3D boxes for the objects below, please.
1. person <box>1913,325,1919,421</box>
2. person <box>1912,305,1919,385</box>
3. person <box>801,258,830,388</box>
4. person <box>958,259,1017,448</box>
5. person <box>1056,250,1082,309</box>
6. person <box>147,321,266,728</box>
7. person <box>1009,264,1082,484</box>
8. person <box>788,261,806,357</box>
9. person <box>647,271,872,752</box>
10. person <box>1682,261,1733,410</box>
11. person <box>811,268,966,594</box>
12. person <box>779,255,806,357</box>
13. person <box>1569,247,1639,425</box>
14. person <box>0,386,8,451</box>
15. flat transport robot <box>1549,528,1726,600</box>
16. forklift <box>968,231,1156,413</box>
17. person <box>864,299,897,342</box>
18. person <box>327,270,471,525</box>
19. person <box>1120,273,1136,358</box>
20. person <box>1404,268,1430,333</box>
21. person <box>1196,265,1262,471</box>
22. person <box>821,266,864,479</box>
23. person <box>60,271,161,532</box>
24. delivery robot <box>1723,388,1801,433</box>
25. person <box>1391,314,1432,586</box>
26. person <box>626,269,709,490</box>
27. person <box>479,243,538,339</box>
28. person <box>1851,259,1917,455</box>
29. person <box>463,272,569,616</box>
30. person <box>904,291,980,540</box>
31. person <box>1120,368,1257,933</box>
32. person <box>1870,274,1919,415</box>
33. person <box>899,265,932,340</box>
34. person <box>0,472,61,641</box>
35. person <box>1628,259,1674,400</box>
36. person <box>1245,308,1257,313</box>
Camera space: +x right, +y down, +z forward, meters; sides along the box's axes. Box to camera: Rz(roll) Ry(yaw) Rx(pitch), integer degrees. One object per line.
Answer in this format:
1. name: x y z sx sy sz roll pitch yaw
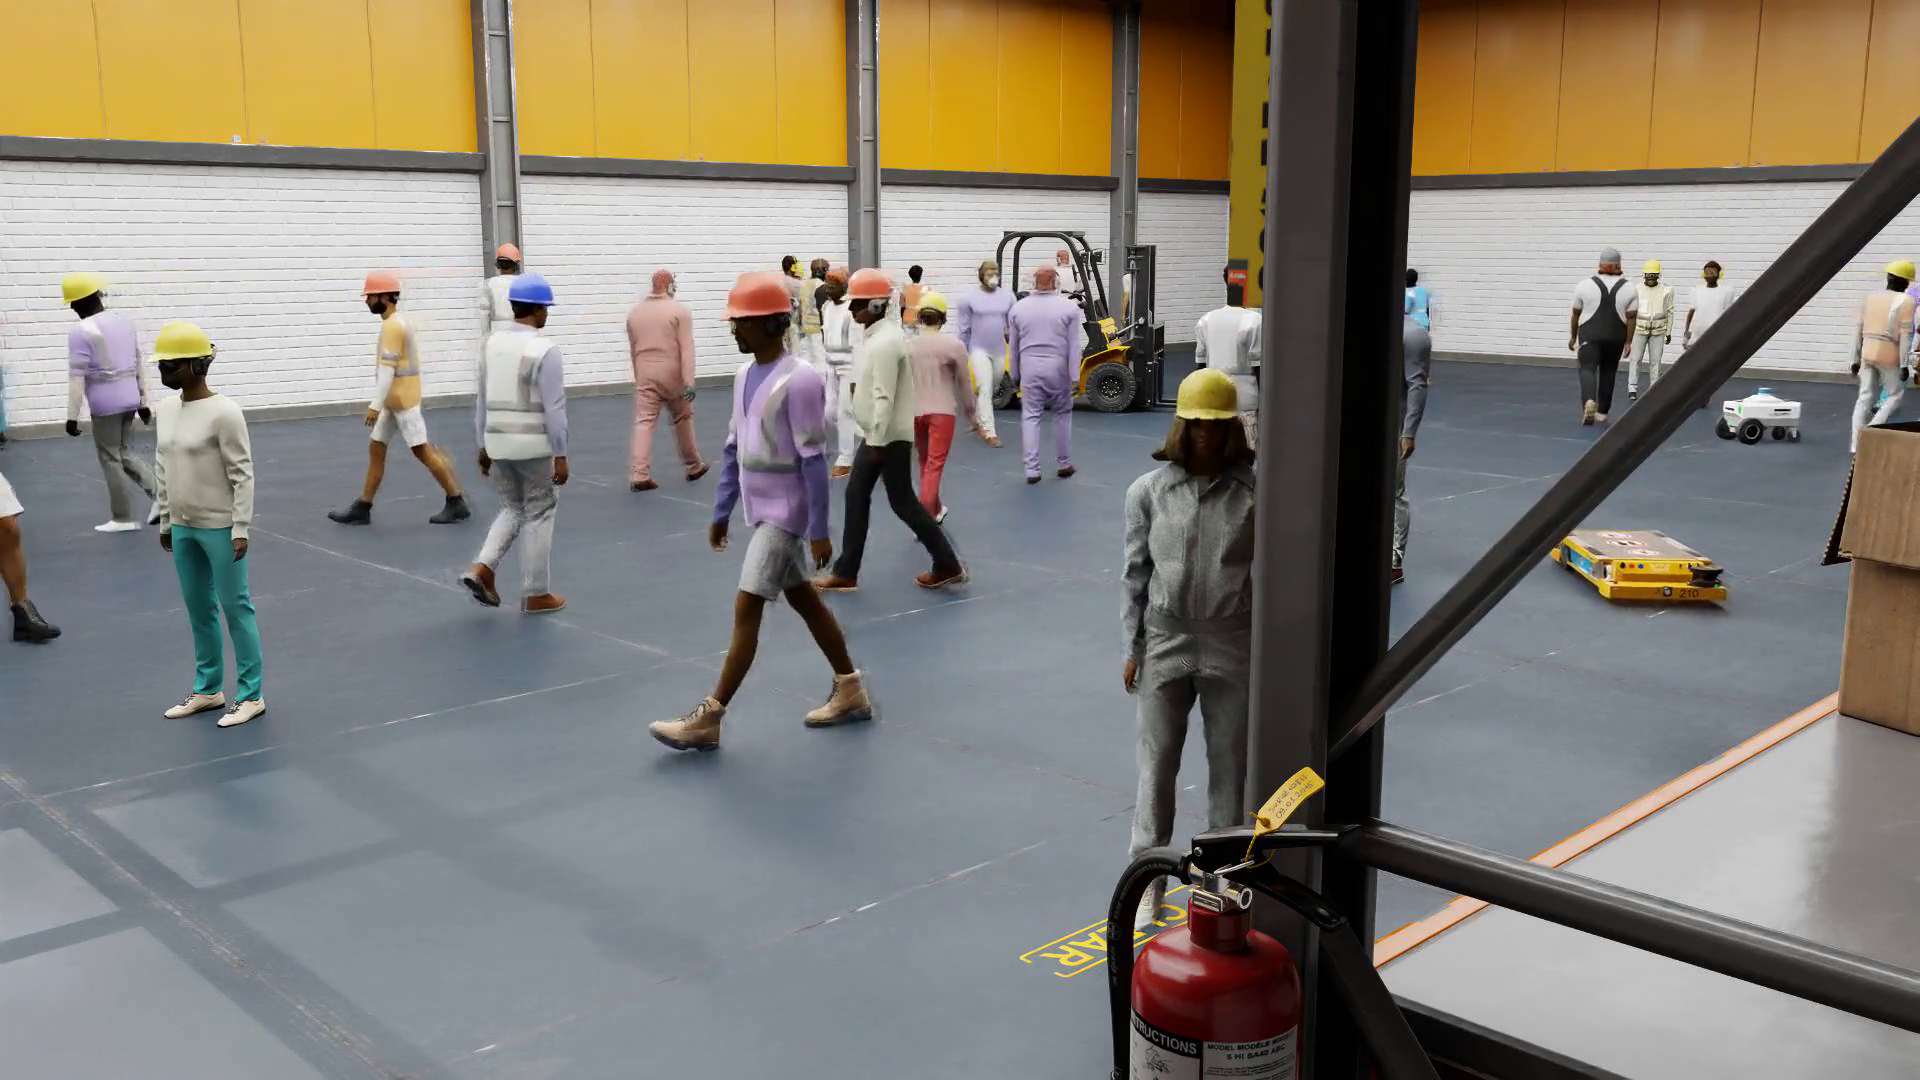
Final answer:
1. person: 3.519 0.121 5.987 0.539 1.860 0.326 -7 13 -35
2. person: 8.974 -1.535 15.075 0.429 1.838 0.621 -9 14 -41
3. person: -1.774 -2.626 21.008 0.430 1.844 0.624 -5 11 -25
4. person: 0.267 -1.929 17.077 0.646 1.905 0.983 -4 11 -20
5. person: 1.625 -3.622 26.271 0.642 1.906 0.410 -8 13 -36
6. person: -3.300 -0.062 7.232 0.533 1.767 0.325 5 12 26
7. person: 0.770 -1.455 14.526 0.665 1.873 0.839 3 11 15
8. person: -2.476 -2.973 23.082 0.776 1.779 0.619 -6 12 -30
9. person: -0.820 -0.124 6.980 1.068 1.983 0.634 -6 12 -29
10. person: 9.315 -2.554 20.689 0.547 1.827 0.981 8 13 38
11. person: -0.403 -0.628 9.863 0.925 1.953 0.624 -2 11 -12
12. person: -2.285 -2.899 22.437 0.510 1.865 0.329 7 12 33
13. person: 7.291 -2.328 18.837 0.692 2.000 0.909 3 11 13
14. person: -6.538 -0.678 10.952 0.395 1.621 0.545 1 10 8
15. flat transport robot: 4.148 0.128 10.277 0.652 0.197 1.431 1 10 5
16. forklift: 1.222 -2.721 20.561 2.313 2.155 1.214 2 11 13
17. person: -0.990 -2.358 20.093 0.514 1.642 0.310 6 12 31
18. person: -4.123 -1.029 12.207 1.011 1.888 0.562 -4 11 -20
19. person: 2.748 -3.541 25.988 0.511 1.844 0.328 -5 11 -25
20. person: 6.438 -2.989 23.467 0.633 1.670 0.317 -7 13 -35
21. person: 1.920 -0.966 11.618 0.367 1.966 0.607 -10 14 -44
22. person: -0.959 -1.474 14.662 0.612 1.861 0.593 -9 14 -41
23. person: -6.024 -0.962 11.834 0.507 1.884 0.634 2 11 8
24. delivery robot: 8.286 -1.327 17.178 0.707 0.478 0.477 -1 10 -5
25. person: 2.563 -0.684 10.171 0.371 1.934 0.627 -7 12 -33
26. person: -2.509 -1.367 14.159 0.661 1.848 1.038 3 11 18
27. person: -4.810 -2.140 17.806 0.609 2.043 0.397 -1 10 -4
28. person: 8.910 -1.751 16.066 0.459 1.897 0.701 -4 11 -22
29. person: -2.456 -0.519 9.281 0.651 1.924 0.580 6 12 31
30. person: -0.149 -0.895 11.862 0.545 1.725 0.864 4 11 22
31. person: 0.737 0.349 5.125 0.498 1.744 0.424 1 10 6
32. person: 11.023 -2.365 19.718 0.983 1.789 0.597 -8 13 -36
33. person: -0.652 -3.224 24.685 0.531 1.694 0.320 4 11 21
34. person: -5.086 -0.379 8.583 0.861 1.904 0.555 5 11 24
35. person: 8.914 -2.712 21.539 0.592 1.825 0.403 3 11 14
36. person: 3.754 -2.872 22.085 0.373 1.940 0.629 4 11 22
